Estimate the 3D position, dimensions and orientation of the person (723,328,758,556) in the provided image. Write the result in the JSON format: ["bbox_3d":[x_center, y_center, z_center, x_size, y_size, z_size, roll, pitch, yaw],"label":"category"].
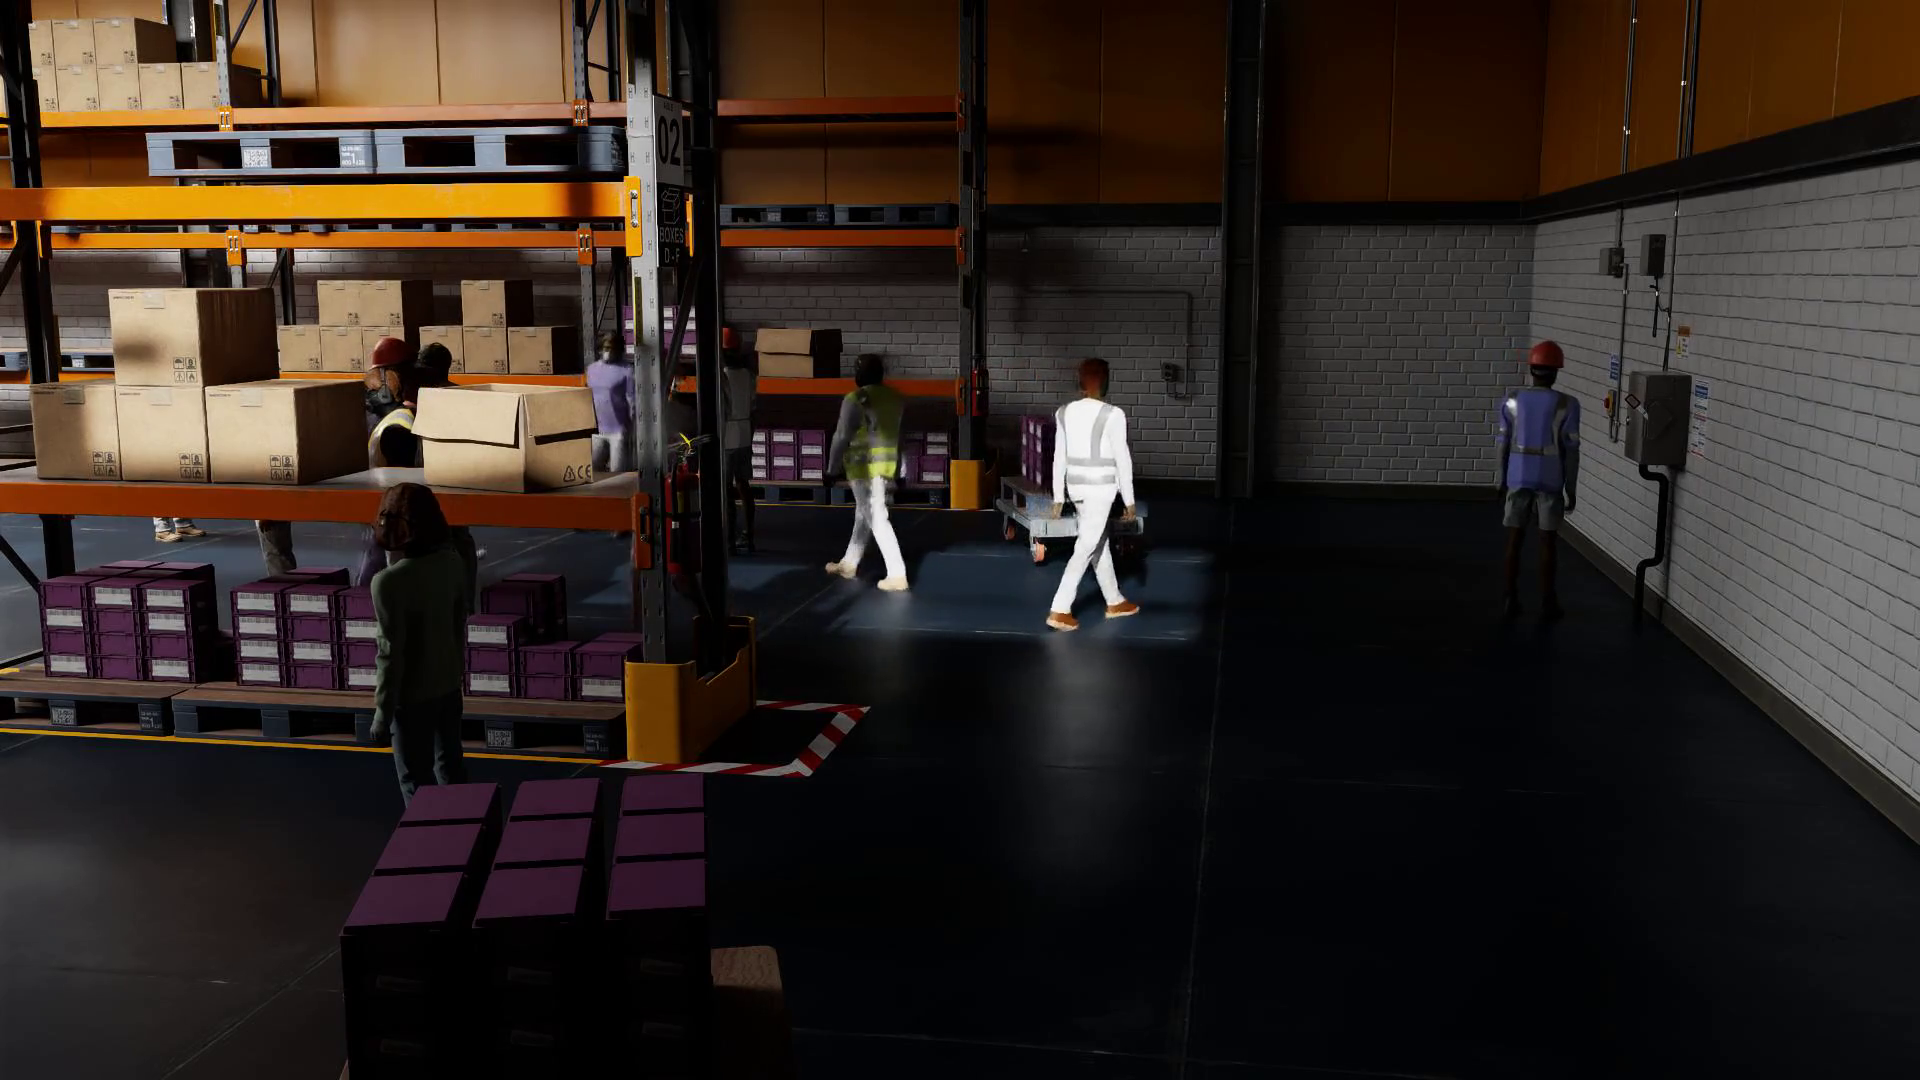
[{"bbox_3d":[-1.962,-0.828,14.140,0.357,1.938,0.542,6,11,34],"label":"person"}]

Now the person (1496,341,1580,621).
[{"bbox_3d":[4.012,-0.411,11.557,0.551,1.933,0.376,6,11,31],"label":"person"}]

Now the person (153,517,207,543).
[{"bbox_3d":[-7.080,-0.908,14.937,0.429,1.844,0.626,2,9,13],"label":"person"}]

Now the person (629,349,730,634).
[{"bbox_3d":[-1.757,-0.179,10.016,0.633,1.971,0.839,8,12,39],"label":"person"}]

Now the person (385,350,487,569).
[{"bbox_3d":[-4.292,-0.600,13.171,0.989,1.791,0.508,-5,10,-27],"label":"person"}]

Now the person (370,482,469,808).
[{"bbox_3d":[-2.023,0.596,6.239,0.283,1.636,0.500,3,10,17],"label":"person"}]

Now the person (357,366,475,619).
[{"bbox_3d":[-3.653,-0.255,11.057,1.163,1.801,0.658,6,11,34],"label":"person"}]

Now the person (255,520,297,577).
[{"bbox_3d":[-4.550,-0.258,10.936,0.404,1.827,0.599,-3,10,-17],"label":"person"}]

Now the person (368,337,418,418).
[{"bbox_3d":[-3.629,-0.328,10.888,0.393,1.985,0.611,-1,9,-7],"label":"person"}]

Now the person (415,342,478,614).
[{"bbox_3d":[-3.505,-0.362,11.248,0.372,1.940,0.631,2,9,15],"label":"person"}]

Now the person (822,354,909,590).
[{"bbox_3d":[-0.707,-0.525,12.735,0.948,1.795,0.622,7,11,35],"label":"person"}]

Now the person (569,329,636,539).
[{"bbox_3d":[-3.164,-0.956,15.049,0.776,1.907,0.399,6,11,33],"label":"person"}]

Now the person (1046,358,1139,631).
[{"bbox_3d":[0.895,-0.315,11.308,0.987,1.838,0.587,-8,12,-41],"label":"person"}]

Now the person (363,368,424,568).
[{"bbox_3d":[-3.457,-0.135,10.185,0.430,1.835,0.622,-4,10,-22],"label":"person"}]
